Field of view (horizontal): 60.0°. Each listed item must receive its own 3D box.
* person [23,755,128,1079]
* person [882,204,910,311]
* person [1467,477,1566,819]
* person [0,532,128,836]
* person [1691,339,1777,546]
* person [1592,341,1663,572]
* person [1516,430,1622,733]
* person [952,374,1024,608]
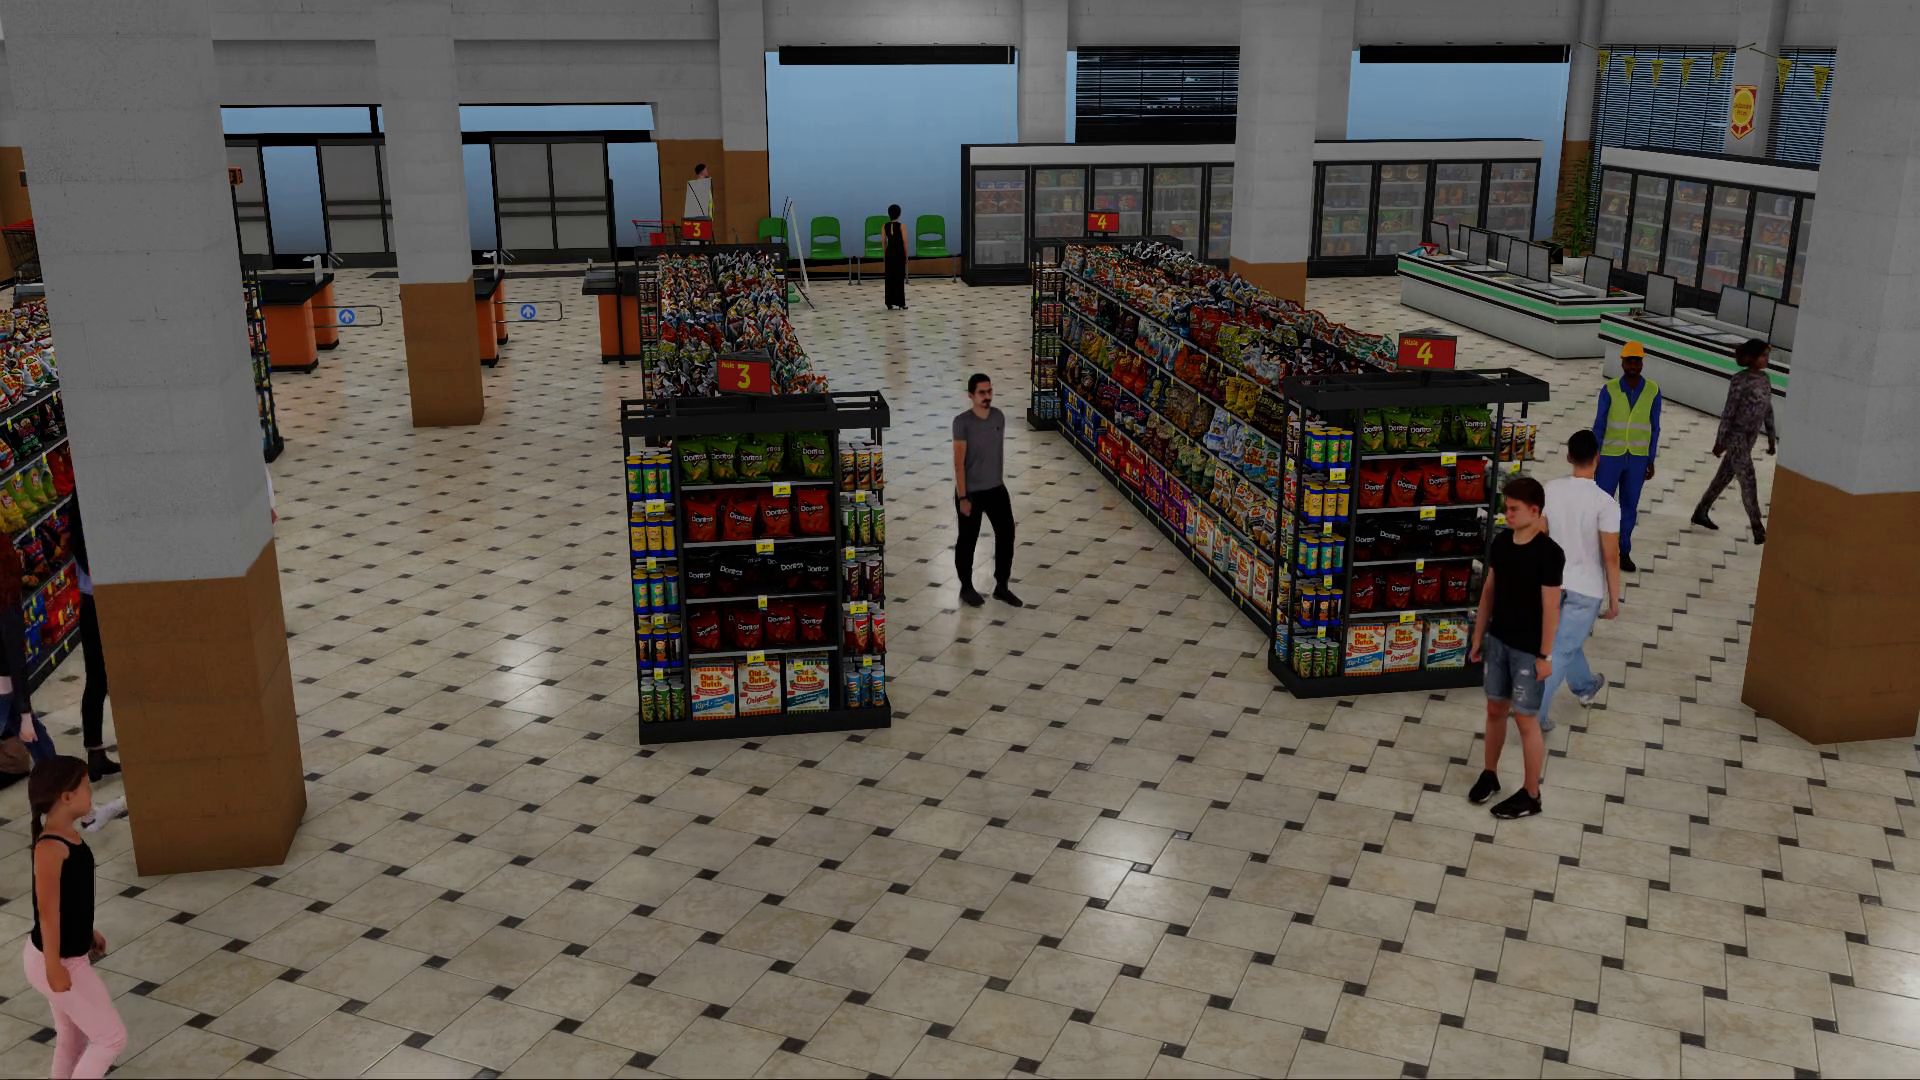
[{"bbox_3d":[-3.362,1.572,6.167,0.708,1.543,0.608,-5,18,-17],"label":"person"},{"bbox_3d":[-1.001,-4.338,25.526,0.653,1.604,0.663,6,18,19],"label":"person"},{"bbox_3d":[3.052,0.549,9.024,0.795,1.841,0.637,-9,19,-27],"label":"person"},{"bbox_3d":[-4.791,0.876,8.152,1.227,1.722,1.306,-15,22,-40],"label":"person"},{"bbox_3d":[6.419,-0.819,13.832,0.814,1.664,1.199,-8,19,-25],"label":"person"},{"bbox_3d":[5.204,-0.660,13.051,0.735,1.813,0.685,2,17,7],"label":"person"},{"bbox_3d":[3.580,0.313,9.871,1.141,1.800,1.256,-12,21,-35],"label":"person"},{"bbox_3d":[0.100,-0.376,12.249,0.815,1.737,0.901,-11,20,-33],"label":"person"}]
